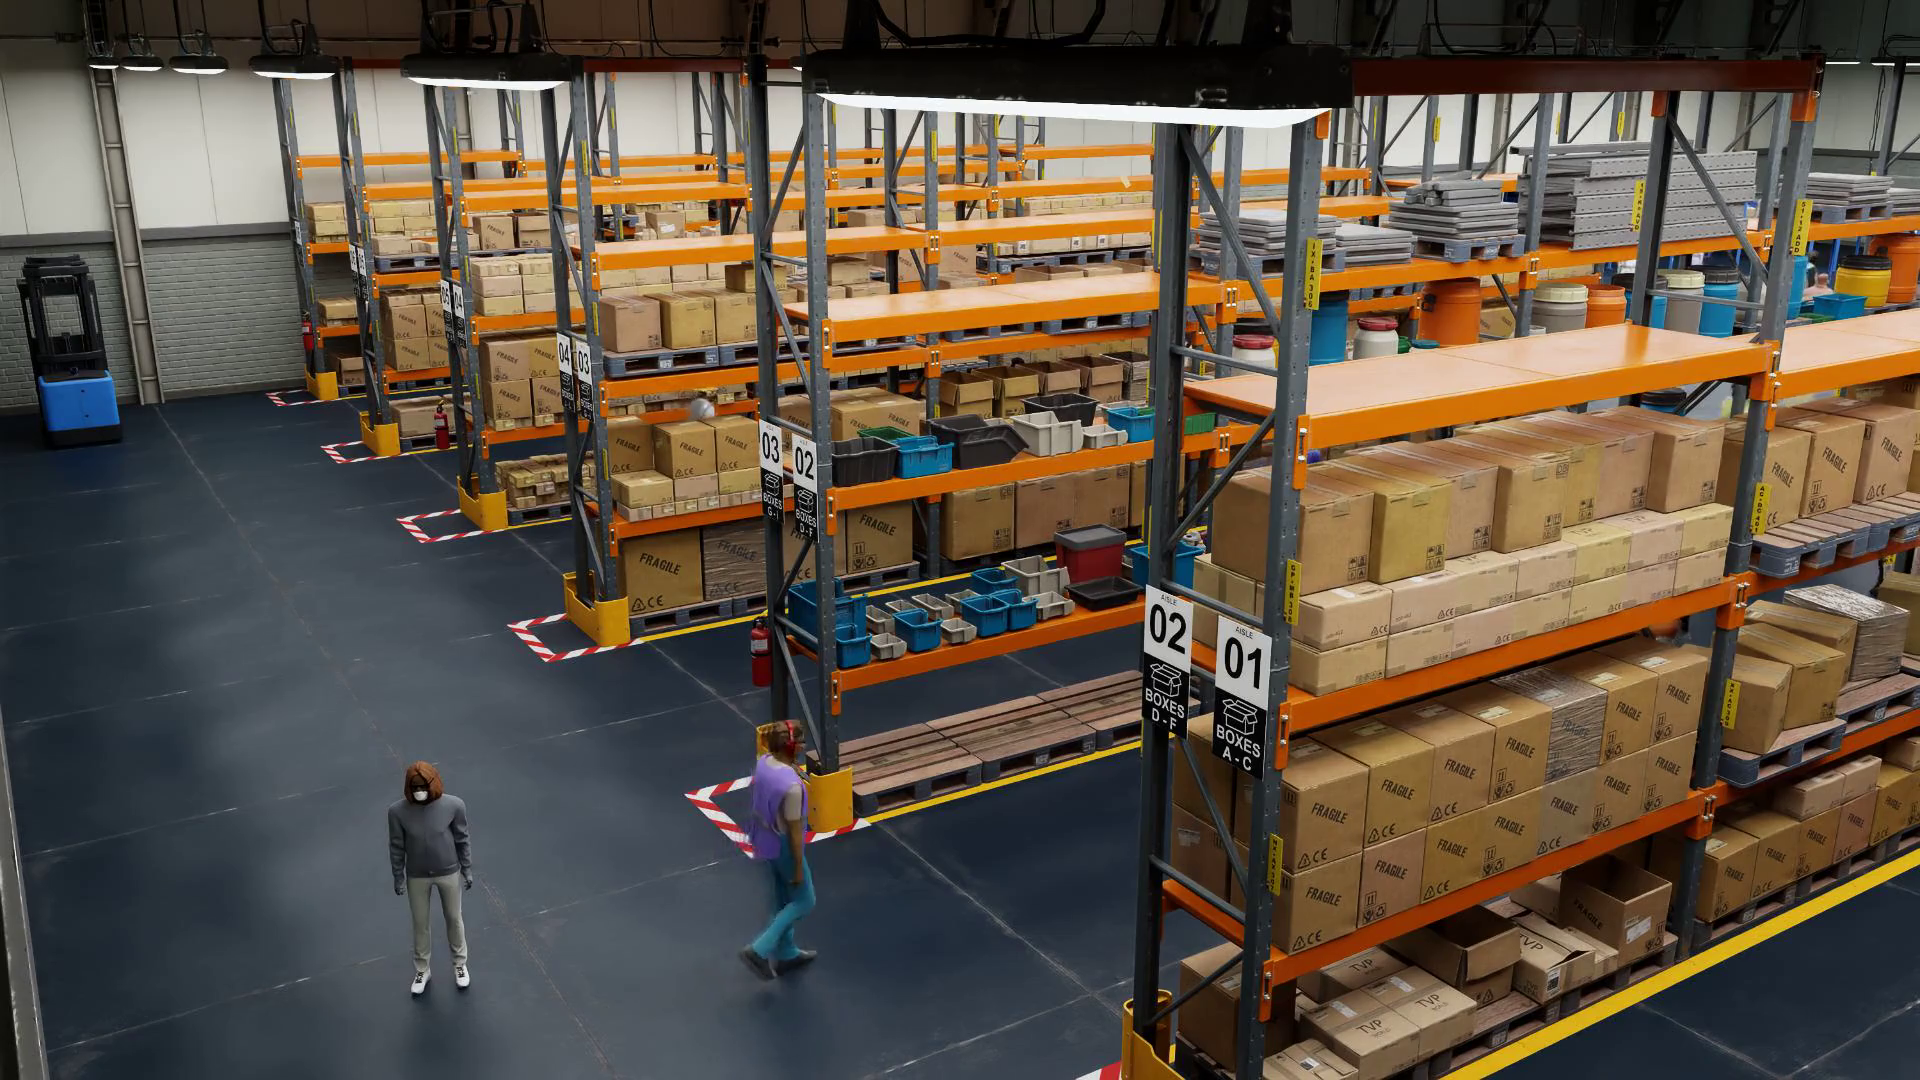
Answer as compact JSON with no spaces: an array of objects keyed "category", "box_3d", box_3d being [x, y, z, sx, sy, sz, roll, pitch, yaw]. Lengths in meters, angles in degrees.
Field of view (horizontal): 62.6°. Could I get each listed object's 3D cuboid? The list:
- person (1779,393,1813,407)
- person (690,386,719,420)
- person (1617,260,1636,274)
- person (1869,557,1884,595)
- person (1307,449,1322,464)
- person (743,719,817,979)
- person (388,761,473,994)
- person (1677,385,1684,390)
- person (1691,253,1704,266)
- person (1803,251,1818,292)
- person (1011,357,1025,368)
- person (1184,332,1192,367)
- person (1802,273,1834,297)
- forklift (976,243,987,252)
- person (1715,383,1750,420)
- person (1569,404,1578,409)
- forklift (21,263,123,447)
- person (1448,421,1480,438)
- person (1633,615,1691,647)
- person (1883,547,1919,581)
[{"category":"person","box_3d":[11.573,-1.533,22.170,1.005,1.929,0.651,-4,17,-12]},{"category":"person","box_3d":[-3.430,-1.357,21.829,0.911,1.782,0.627,-12,20,-33]},{"category":"person","box_3d":[16.278,-6.455,38.400,0.553,1.891,1.008,3,17,10]},{"category":"person","box_3d":[10.657,-0.270,18.047,0.511,1.915,0.564,-12,20,-33]},{"category":"person","box_3d":[3.736,-0.083,17.458,0.924,1.913,0.604,-11,20,-31]},{"category":"person","box_3d":[-1.216,2.071,10.542,0.490,1.824,0.569,-10,20,-29]},{"category":"person","box_3d":[-3.475,2.208,10.405,0.507,1.632,0.268,-4,17,-13]},{"category":"person","box_3d":[12.118,-2.961,26.743,0.389,1.996,0.612,-15,23,-41]},{"category":"person","box_3d":[18.612,-7.034,40.229,0.671,1.912,0.572,-13,21,-36]},{"category":"person","box_3d":[19.217,-5.686,35.986,0.758,1.818,0.629,1,17,4]},{"category":"person","box_3d":[0.890,-1.916,23.819,0.322,1.697,0.536,0,17,-1]},{"category":"person","box_3d":[3.741,-2.624,25.916,0.987,1.836,0.596,-10,20,-31]},{"category":"person","box_3d":[17.142,-4.386,31.605,0.704,1.886,0.448,14,22,39]},{"category":"forklift","box_3d":[0.988,-5.474,34.718,1.214,2.155,2.313,-10,20,-31]},{"category":"person","box_3d":[10.626,-1.334,21.754,0.981,1.786,0.661,-6,18,-20]},{"category":"person","box_3d":[10.728,-3.223,27.743,0.802,1.916,0.634,-4,17,-12]},{"category":"forklift","box_3d":[-14.518,-3.079,25.708,1.129,2.768,1.873,-10,20,-31]},{"category":"person","box_3d":[7.081,-1.521,22.234,0.331,1.872,0.513,-9,19,-27]},{"category":"person","box_3d":[6.586,0.829,14.844,0.381,1.680,0.533,-8,19,-24]},{"category":"person","box_3d":[9.814,0.412,16.358,0.839,1.593,0.502,-14,22,-38]}]
